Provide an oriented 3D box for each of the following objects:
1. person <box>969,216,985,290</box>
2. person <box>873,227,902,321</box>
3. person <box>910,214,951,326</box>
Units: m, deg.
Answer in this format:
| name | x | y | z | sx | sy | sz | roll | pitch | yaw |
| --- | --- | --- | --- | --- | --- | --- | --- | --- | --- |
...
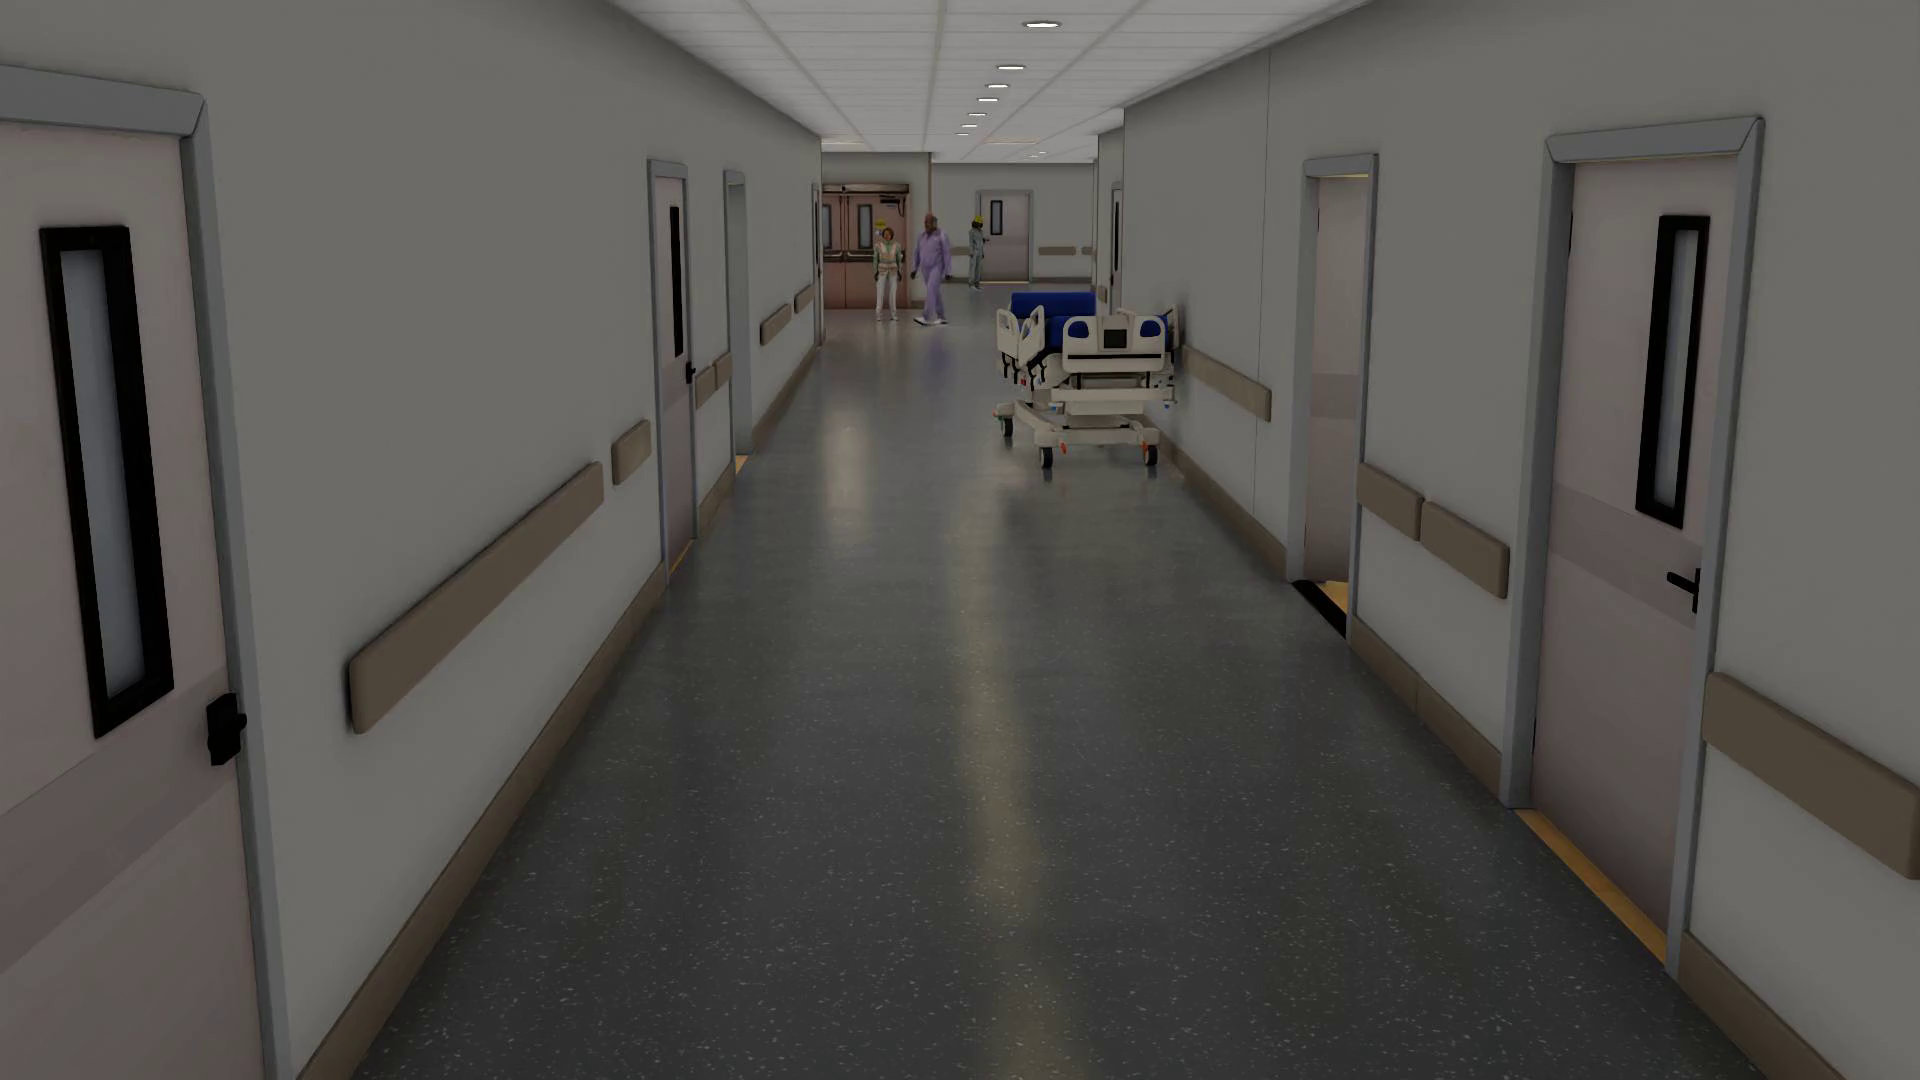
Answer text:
| name | x | y | z | sx | sy | sz | roll | pitch | yaw |
| --- | --- | --- | --- | --- | --- | --- | --- | --- | --- |
| person | 0.409 | -6.772 | 39.240 | 0.305 | 1.736 | 0.484 | 9 | 15 | 37 |
| person | -1.275 | -4.672 | 29.252 | 0.513 | 1.637 | 0.313 | -3 | 12 | -14 |
| person | -0.536 | -4.555 | 28.125 | 0.643 | 1.856 | 0.989 | 11 | 16 | 42 |
